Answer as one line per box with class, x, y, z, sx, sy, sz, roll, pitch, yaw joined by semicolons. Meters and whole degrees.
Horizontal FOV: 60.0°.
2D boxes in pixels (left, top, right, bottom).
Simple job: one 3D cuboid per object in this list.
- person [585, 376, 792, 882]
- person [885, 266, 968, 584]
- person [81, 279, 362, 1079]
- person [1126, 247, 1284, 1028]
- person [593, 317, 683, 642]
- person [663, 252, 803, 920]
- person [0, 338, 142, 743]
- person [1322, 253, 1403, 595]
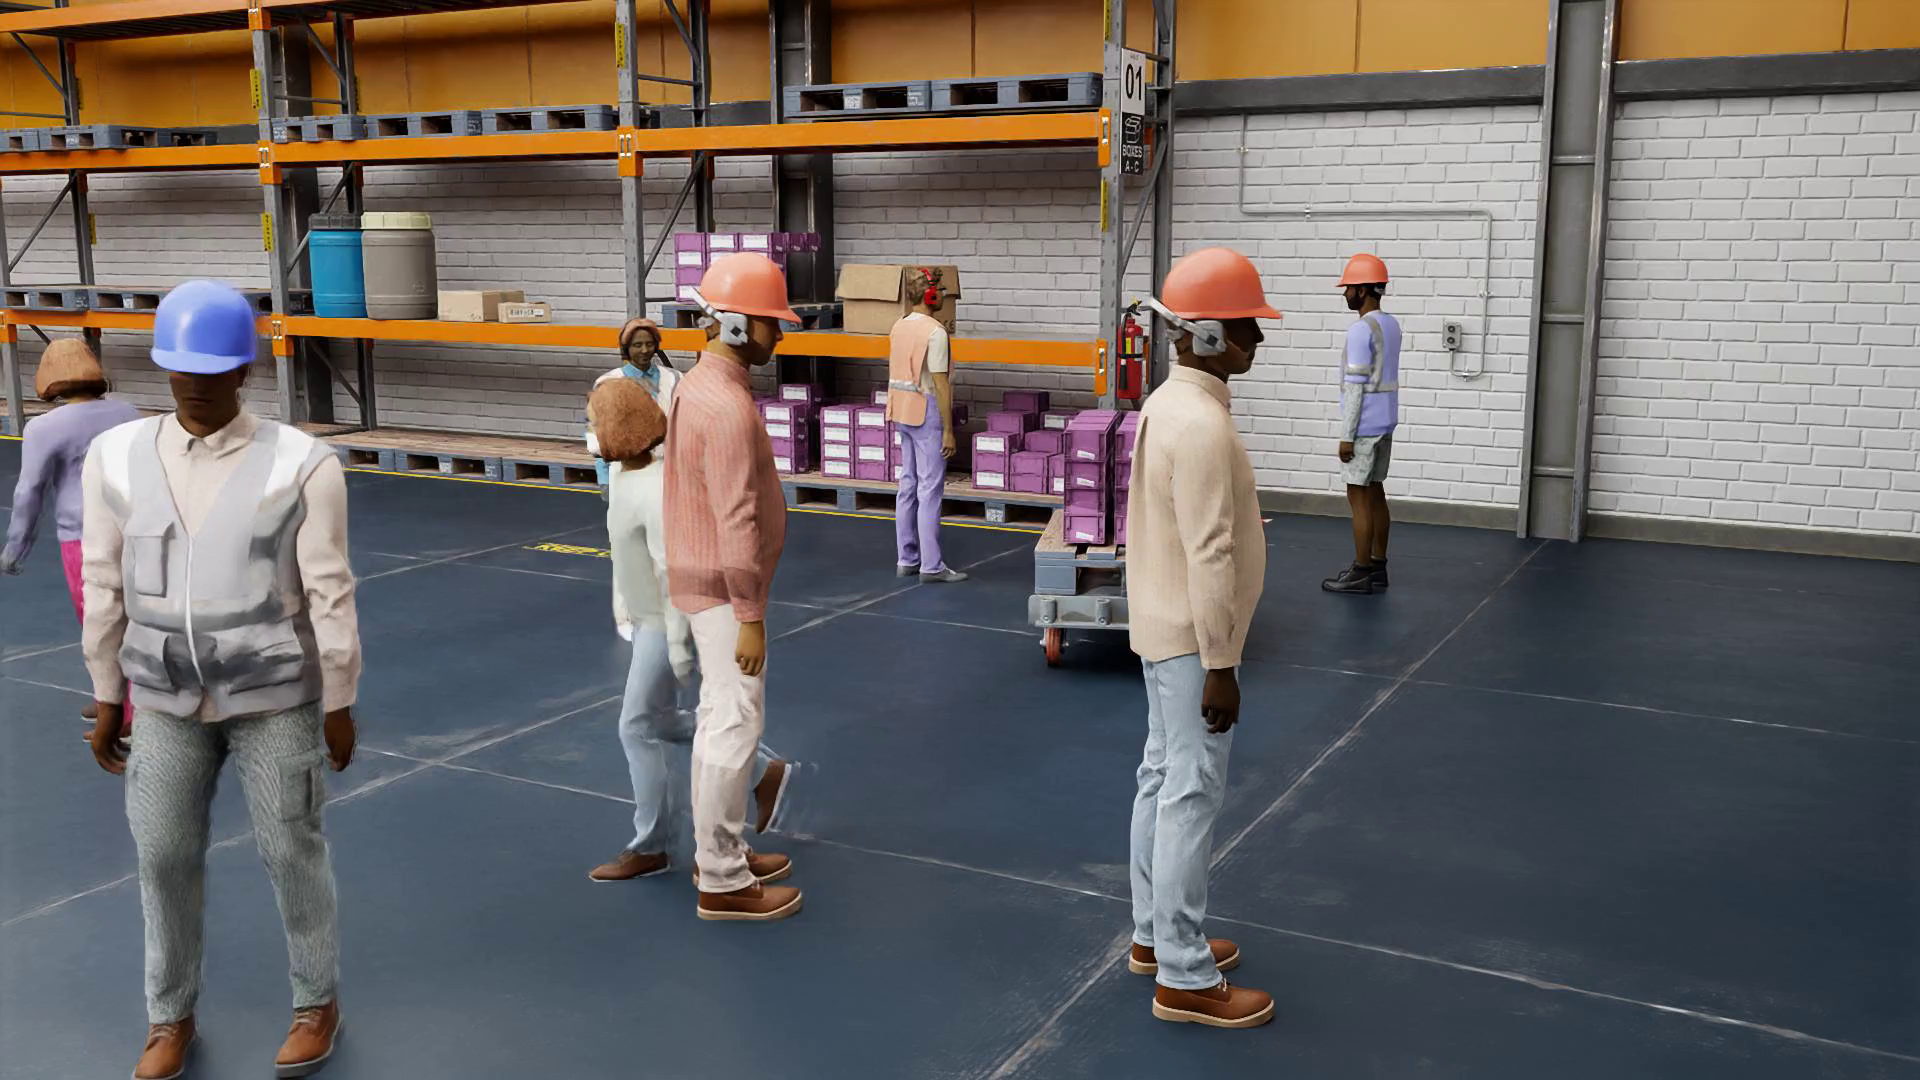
person;-0.867;0.269;5.276;0.624;1.601;0.525;-4;11;-22
person;-0.221;-0.667;9.754;0.390;1.850;0.565;-6;12;-32
person;-1.736;0.357;3.926;0.612;1.930;0.432;-1;10;-3
person;0.620;0.250;4.327;0.382;1.995;0.612;-1;10;-4
person;-1.591;-0.300;8.360;0.524;1.634;0.313;-8;13;-38
person;-0.663;0.149;4.931;0.410;1.980;0.631;-3;11;-17
person;-3.520;0.003;6.684;0.598;1.608;0.536;4;11;20
person;2.288;-0.654;9.474;0.384;1.931;0.544;7;13;35
